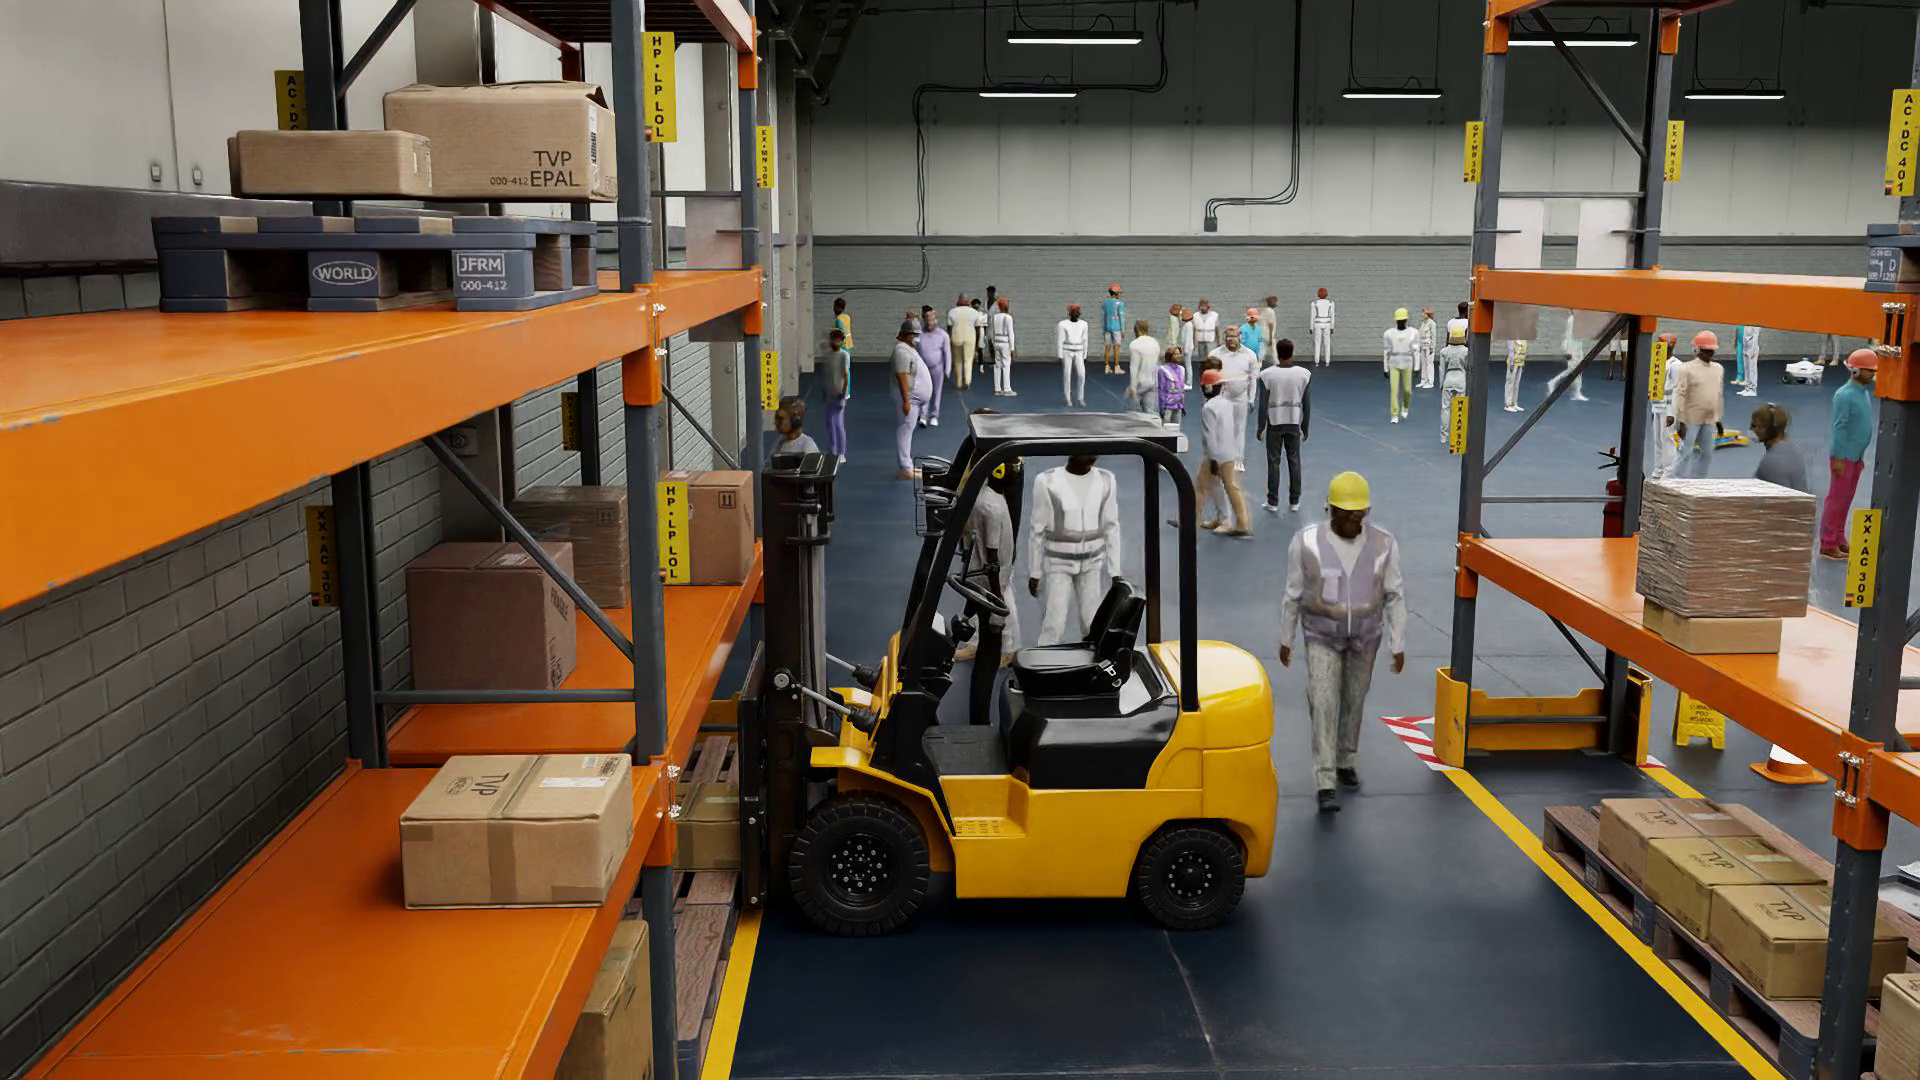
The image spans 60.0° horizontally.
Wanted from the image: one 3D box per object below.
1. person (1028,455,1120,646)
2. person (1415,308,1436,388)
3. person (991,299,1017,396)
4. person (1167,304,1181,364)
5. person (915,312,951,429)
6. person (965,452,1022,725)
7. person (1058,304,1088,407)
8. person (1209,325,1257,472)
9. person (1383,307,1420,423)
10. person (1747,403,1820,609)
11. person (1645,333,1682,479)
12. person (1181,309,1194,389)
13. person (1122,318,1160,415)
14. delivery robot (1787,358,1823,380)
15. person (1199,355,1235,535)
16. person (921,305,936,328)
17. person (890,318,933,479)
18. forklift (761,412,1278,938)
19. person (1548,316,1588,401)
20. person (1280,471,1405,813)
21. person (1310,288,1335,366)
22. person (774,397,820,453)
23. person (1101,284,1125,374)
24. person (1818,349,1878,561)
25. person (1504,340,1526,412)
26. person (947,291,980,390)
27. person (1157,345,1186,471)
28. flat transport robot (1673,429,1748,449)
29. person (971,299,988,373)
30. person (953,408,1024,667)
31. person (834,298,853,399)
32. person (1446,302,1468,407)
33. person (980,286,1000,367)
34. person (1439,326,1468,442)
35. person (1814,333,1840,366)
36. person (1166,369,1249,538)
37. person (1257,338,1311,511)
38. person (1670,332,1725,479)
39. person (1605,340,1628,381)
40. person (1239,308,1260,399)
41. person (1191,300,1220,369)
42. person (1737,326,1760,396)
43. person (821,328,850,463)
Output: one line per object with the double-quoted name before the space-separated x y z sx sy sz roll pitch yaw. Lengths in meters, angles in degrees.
"person" 0.718 0.181 10.542 0.597 1.868 0.385 -4 11 -21
"person" 9.563 -3.925 34.045 0.310 1.638 0.523 -2 10 -11
"person" 0.850 -3.746 32.370 0.356 1.883 0.573 -9 14 -41
"person" 4.739 -4.419 36.853 0.293 1.624 0.515 2 10 9
"person" -0.478 -2.720 26.725 0.671 1.849 0.984 0 10 2
"person" 0.199 0.326 9.765 0.327 1.861 0.499 -1 10 -5
"person" 2.053 -3.327 30.100 0.597 1.866 0.618 -2 10 -13
"person" 3.531 -1.834 21.650 0.642 1.909 0.399 2 10 10
"person" 7.327 -2.908 27.630 0.590 1.912 0.669 3 11 16
"person" 5.699 0.010 11.457 0.722 1.903 0.650 8 13 37
"person" 8.579 -1.572 20.256 0.337 1.882 0.585 0 10 3
"person" 4.609 -3.878 33.822 0.288 1.626 0.502 1 10 3
"person" 2.528 -2.177 23.550 0.642 1.906 0.728 -9 14 -42
"delivery robot" 17.638 -3.552 34.724 0.477 0.478 0.707 -4 11 -20
"person" 2.649 -0.980 17.128 0.403 1.838 0.550 2 10 9
"person" -0.663 -3.947 34.009 0.318 1.697 0.536 -4 11 -24
"person" -0.614 -1.805 21.113 0.536 2.000 0.680 1 10 4
"forklift" 0.291 0.548 7.580 2.313 2.155 1.214 0 10 -2
"person" 11.557 -3.585 31.416 0.613 1.902 0.661 -9 14 -42
"person" 2.045 0.532 8.811 0.630 1.788 0.848 0 10 2
"person" 8.708 -5.116 39.992 0.572 1.886 0.355 1 10 3
"person" -1.226 -0.153 12.458 0.325 1.843 0.516 -7 12 -35
"person" 3.480 -4.760 37.592 0.605 2.036 0.393 9 13 40
"person" 8.391 -0.802 15.661 0.623 1.989 0.400 -10 14 -44
"person" 9.819 -3.087 29.374 0.310 1.640 0.514 9 14 41
"person" 0.072 -4.090 33.846 0.677 2.000 0.984 0 10 3
"person" 2.771 -1.733 21.819 0.307 1.645 0.514 10 14 44
"flat transport robot" 10.861 -1.495 24.320 1.431 0.197 0.652 -8 13 -39
"person" 0.362 -4.641 37.863 0.538 1.700 0.317 0 10 -1
"person" 0.213 -0.009 11.728 0.482 1.837 0.658 -6 12 -30
"person" -2.243 -3.641 31.676 0.392 1.922 0.591 1 10 8
"person" 8.971 -3.319 29.890 0.372 1.916 0.597 -5 11 -26
"person" 0.691 -5.097 39.739 0.624 1.935 0.782 8 13 38
"person" 7.379 -2.312 24.762 0.487 1.746 0.290 6 12 28
"person" 21.089 -5.248 40.294 0.539 2.000 0.688 -5 12 -28
"person" 2.564 -0.874 16.874 0.898 1.695 0.601 8 13 38
"person" 3.607 -1.277 18.520 0.596 1.914 0.374 -1 10 -5
"person" 8.404 -1.365 18.890 0.663 1.984 0.520 -3 11 -16
"person" 14.211 -4.393 35.823 0.546 1.937 0.363 5 12 28
"person" 5.488 -3.508 31.437 0.563 1.742 0.361 -9 14 -42
"person" 5.101 -4.112 34.702 0.591 1.777 0.909 3 11 17
"person" 15.375 -3.677 32.411 0.341 1.733 0.488 1 10 3
"person" -1.741 -1.964 22.615 0.302 1.839 0.699 -9 13 -40
